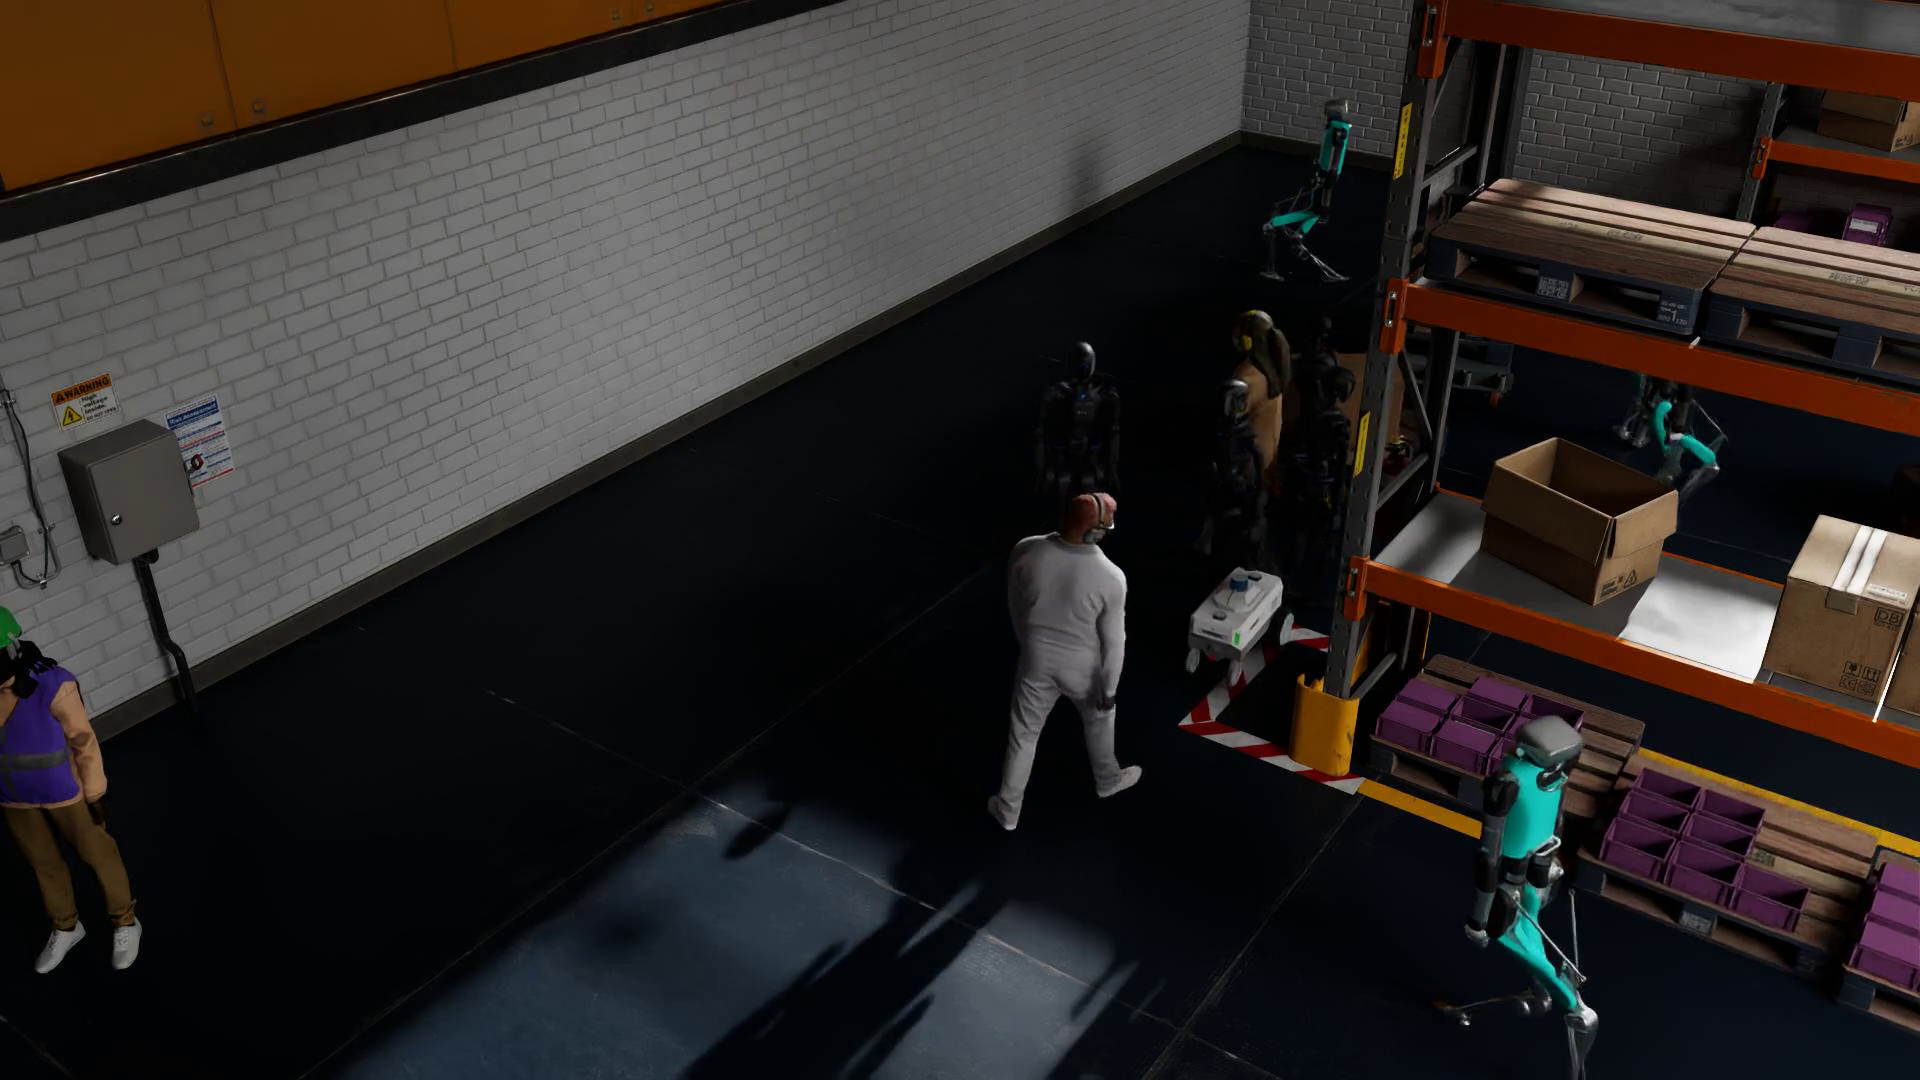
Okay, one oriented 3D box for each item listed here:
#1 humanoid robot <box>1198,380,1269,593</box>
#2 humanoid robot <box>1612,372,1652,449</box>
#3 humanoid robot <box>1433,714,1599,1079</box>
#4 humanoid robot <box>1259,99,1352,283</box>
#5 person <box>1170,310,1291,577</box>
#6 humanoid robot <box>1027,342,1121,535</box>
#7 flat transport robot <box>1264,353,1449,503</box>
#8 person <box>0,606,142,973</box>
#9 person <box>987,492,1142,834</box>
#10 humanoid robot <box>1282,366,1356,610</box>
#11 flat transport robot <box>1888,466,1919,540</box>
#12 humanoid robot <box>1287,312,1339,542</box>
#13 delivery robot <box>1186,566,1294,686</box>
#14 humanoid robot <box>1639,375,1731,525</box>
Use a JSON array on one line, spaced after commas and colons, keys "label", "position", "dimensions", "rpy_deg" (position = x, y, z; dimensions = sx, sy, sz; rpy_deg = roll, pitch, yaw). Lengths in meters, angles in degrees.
[{"label": "humanoid robot", "position": [1.727, -0.204, 10.020], "dimensions": [0.539, 1.642, 0.606], "rpy_deg": [-12, 32, -19]}, {"label": "humanoid robot", "position": [5.005, -1.441, 12.030], "dimensions": [0.557, 1.753, 0.691], "rpy_deg": [8, 31, 13]}, {"label": "humanoid robot", "position": [2.485, 1.609, 6.841], "dimensions": [0.534, 1.784, 1.040], "rpy_deg": [-21, 36, -32]}, {"label": "humanoid robot", "position": [3.058, -3.074, 14.937], "dimensions": [1.037, 1.753, 0.546], "rpy_deg": [3, 30, 6]}, {"label": "person", "position": [1.766, -0.574, 10.465], "dimensions": [0.794, 1.842, 0.579], "rpy_deg": [15, 33, 25]}, {"label": "humanoid robot", "position": [0.712, -0.499, 10.495], "dimensions": [0.593, 1.645, 0.450], "rpy_deg": [-3, 30, -6]}, {"label": "flat transport robot", "position": [2.749, -0.599, 12.080], "dimensions": [1.431, 0.231, 0.659], "rpy_deg": [-23, 37, -34]}, {"label": "person", "position": [-4.103, 1.105, 7.457], "dimensions": [0.544, 1.930, 0.399], "rpy_deg": [-1, 30, -2]}, {"label": "person", "position": [0.521, 0.612, 8.408], "dimensions": [0.670, 1.853, 0.790], "rpy_deg": [13, 33, 22]}, {"label": "humanoid robot", "position": [2.186, -0.314, 10.181], "dimensions": [0.363, 1.651, 0.607], "rpy_deg": [-9, 31, -15]}, {"label": "flat transport robot", "position": [6.882, 0.060, 10.935], "dimensions": [1.431, 0.231, 0.659], "rpy_deg": [-2, 30, -4]}, {"label": "humanoid robot", "position": [2.337, -0.722, 10.896], "dimensions": [0.387, 1.644, 0.594], "rpy_deg": [2, 30, 4]}, {"label": "delivery robot", "position": [1.648, 0.465, 9.933], "dimensions": [0.499, 0.580, 0.766], "rpy_deg": [17, 34, 27]}, {"label": "humanoid robot", "position": [4.865, -0.852, 11.068], "dimensions": [0.735, 1.797, 0.573], "rpy_deg": [-2, 30, -3]}]
